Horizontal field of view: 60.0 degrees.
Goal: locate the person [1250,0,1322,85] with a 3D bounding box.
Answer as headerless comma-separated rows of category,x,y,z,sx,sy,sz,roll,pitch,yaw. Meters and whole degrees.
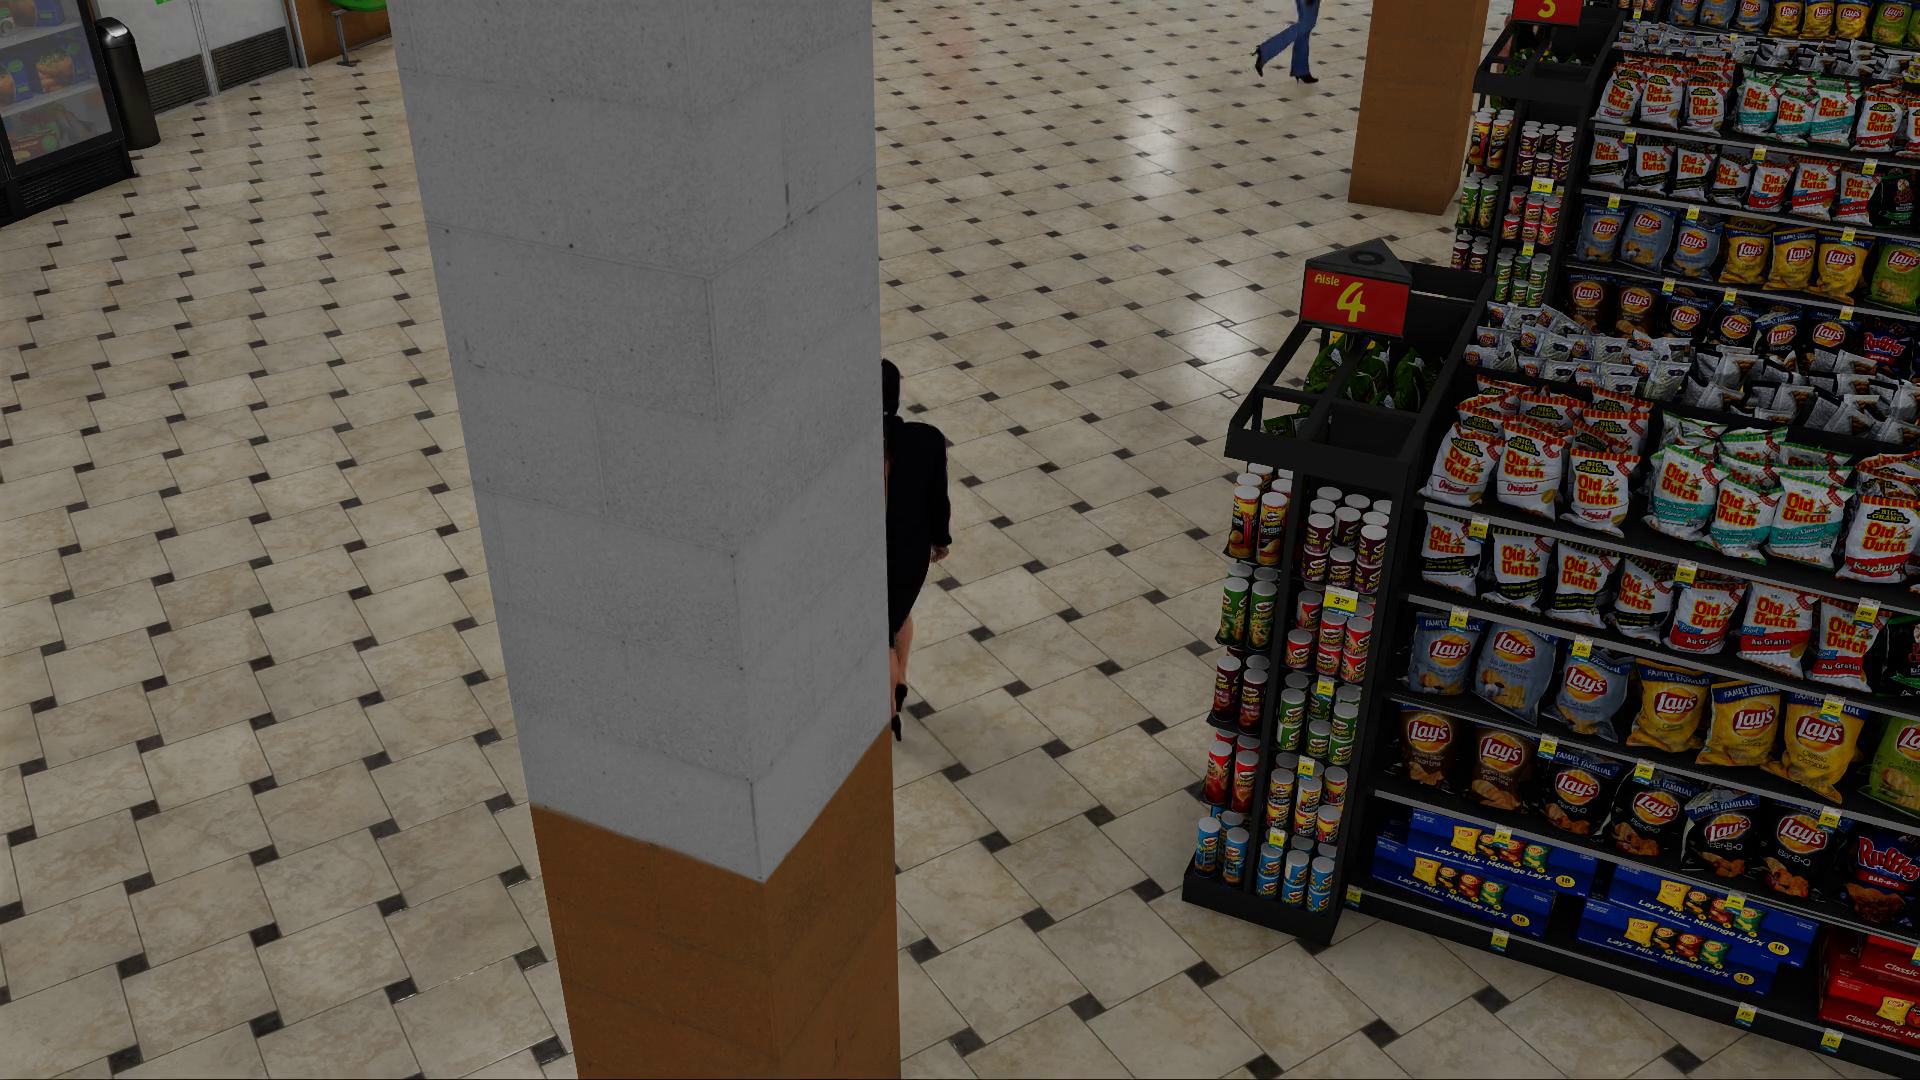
person,2.870,-4.767,14.274,1.041,1.778,0.954,-8,33,-13
